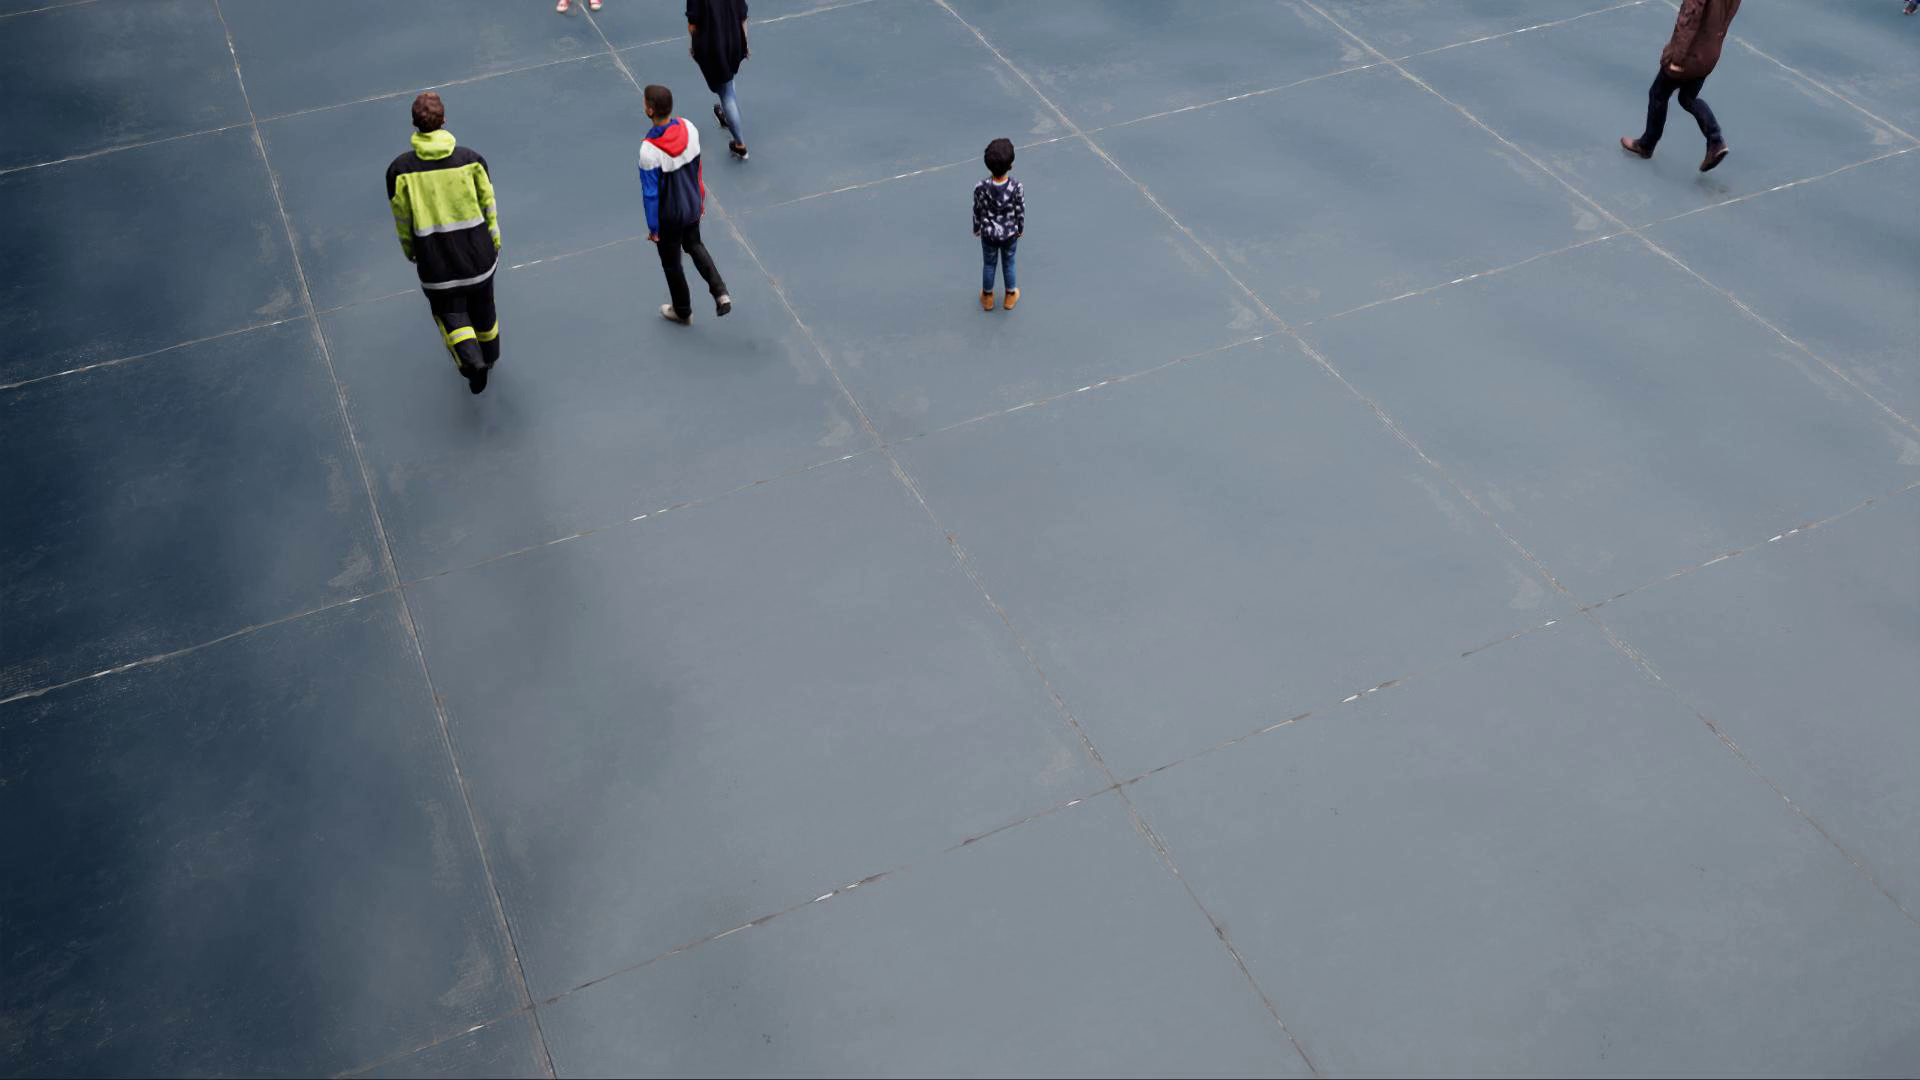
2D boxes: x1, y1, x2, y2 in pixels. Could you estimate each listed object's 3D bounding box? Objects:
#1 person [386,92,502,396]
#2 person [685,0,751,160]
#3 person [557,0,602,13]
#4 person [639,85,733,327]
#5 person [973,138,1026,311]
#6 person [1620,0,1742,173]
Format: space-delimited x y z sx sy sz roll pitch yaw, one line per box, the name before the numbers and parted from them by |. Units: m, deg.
person | -3.124 -1.772 10.247 0.782 1.964 1.007 -19 45 -19
person | -1.760 -3.654 12.547 0.669 1.658 0.968 -22 47 -22
person | -3.440 -5.530 14.536 0.761 1.761 0.701 -4 42 -4
person | -1.781 -2.112 10.782 0.935 1.748 0.825 31 50 29
person | 0.259 -2.114 11.154 0.568 1.250 0.593 1 42 1
person | 5.512 -3.577 12.341 0.896 1.821 1.141 -26 49 -26
